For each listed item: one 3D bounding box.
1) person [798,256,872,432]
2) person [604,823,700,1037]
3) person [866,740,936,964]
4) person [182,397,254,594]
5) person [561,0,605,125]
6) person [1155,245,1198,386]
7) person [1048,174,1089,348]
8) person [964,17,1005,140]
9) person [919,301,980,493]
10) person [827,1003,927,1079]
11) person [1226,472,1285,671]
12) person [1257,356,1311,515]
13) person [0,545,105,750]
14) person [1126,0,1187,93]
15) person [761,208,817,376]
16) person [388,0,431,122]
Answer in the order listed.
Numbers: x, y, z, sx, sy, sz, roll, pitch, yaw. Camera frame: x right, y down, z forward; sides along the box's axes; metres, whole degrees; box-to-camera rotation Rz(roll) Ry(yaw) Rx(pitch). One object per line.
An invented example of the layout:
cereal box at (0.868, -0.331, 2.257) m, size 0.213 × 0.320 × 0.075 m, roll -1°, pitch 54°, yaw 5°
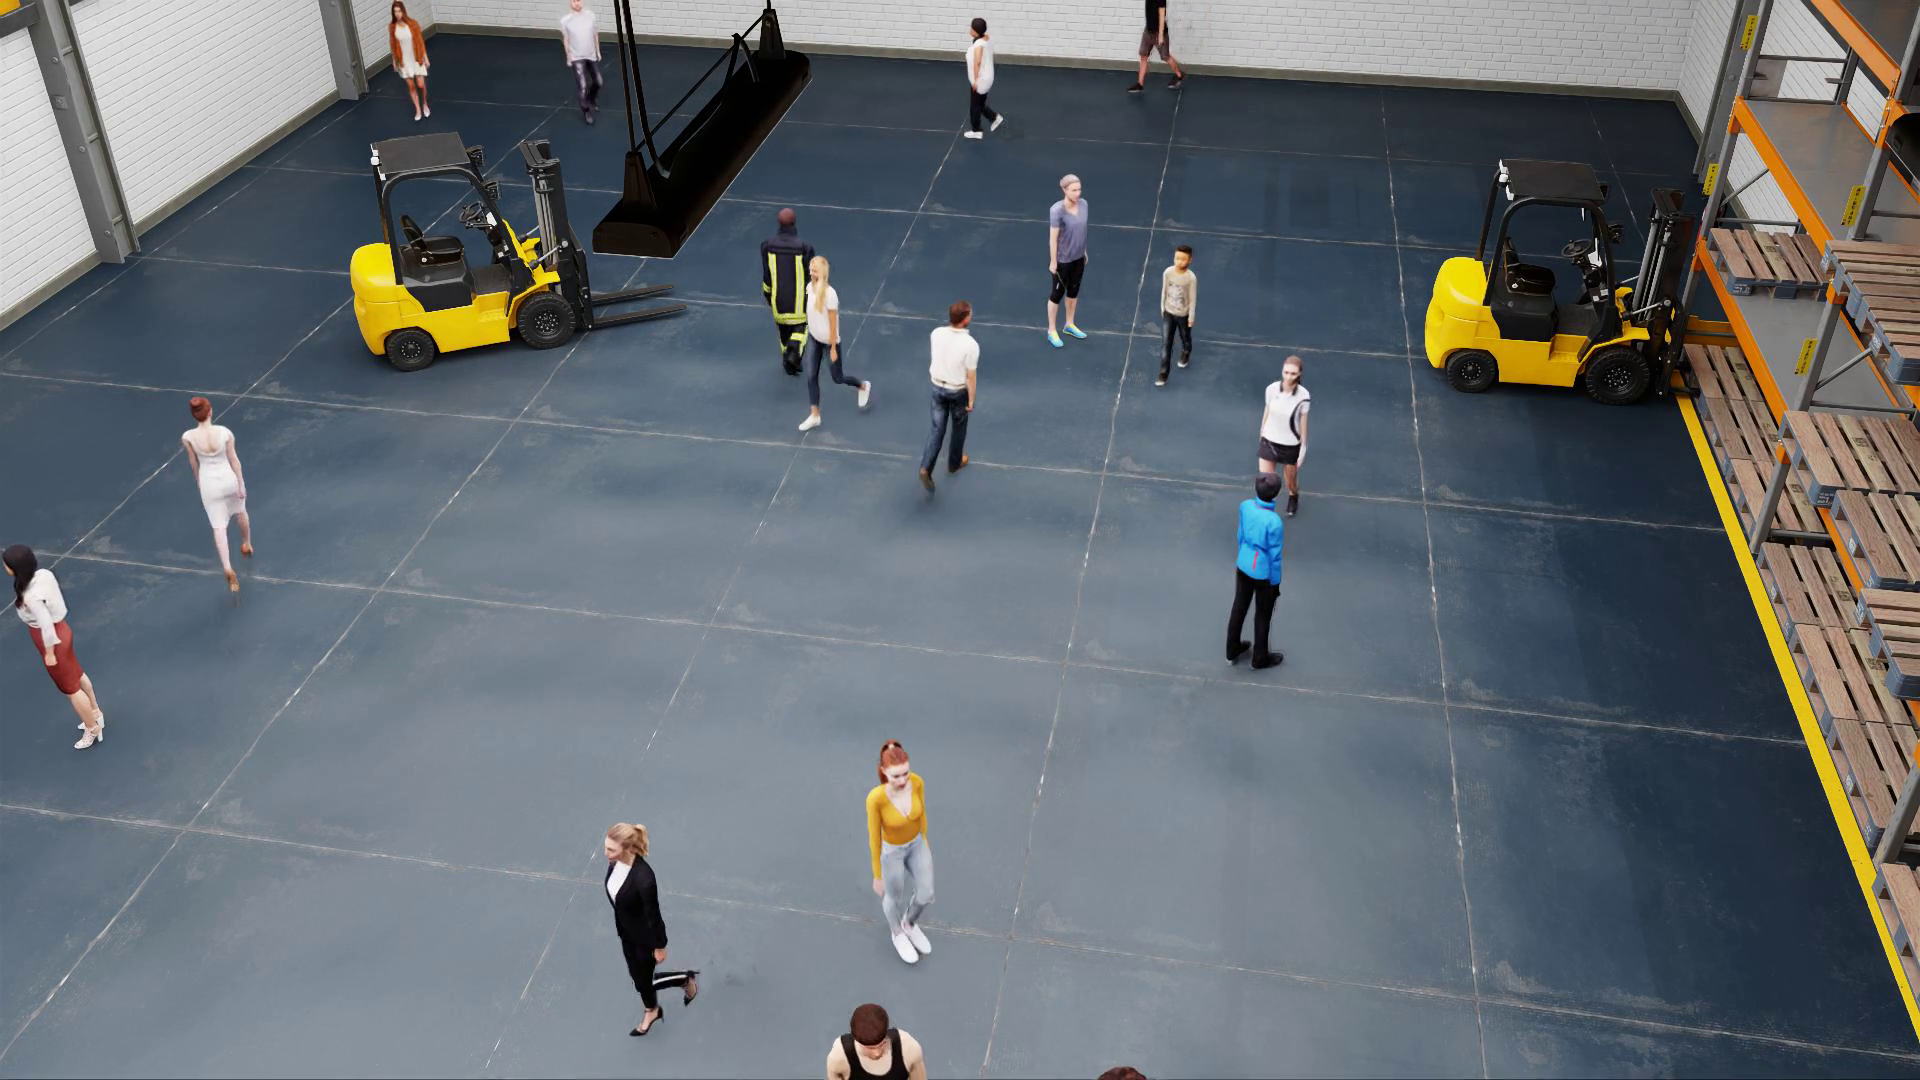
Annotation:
person at (-1.243, -1.955, 16.312) m, size 1.003 × 1.779 × 1.177 m, roll 28°, pitch 43°, yaw 35°
person at (-1.836, 2.320, 9.963) m, size 0.898 × 1.689 × 0.833 m, roll -25°, pitch 41°, yaw -33°
person at (-0.428, 1.930, 10.500) m, size 0.727 × 1.742 × 0.784 m, roll -21°, pitch 39°, yaw -28°
person at (-6.221, -0.374, 13.949) m, size 0.904 × 1.762 × 1.145 m, roll -10°, pitch 35°, yaw -15°
person at (-5.386, -6.901, 23.717) m, size 0.882 × 1.819 × 0.950 m, roll -16°, pitch 37°, yaw -22°
person at (2.299, -2.383, 17.262) m, size 0.738 × 1.441 × 1.053 m, roll 15°, pitch 36°, yaw 21°
person at (1.157, -3.014, 17.811) m, size 0.731 × 1.885 × 0.808 m, roll -24°, pitch 40°, yaw -31°
person at (0.333, -6.401, 23.099) m, size 0.743 × 1.672 × 0.713 m, roll 8°, pitch 34°, yaw 12°
person at (-0.144, -1.310, 15.305) m, size 0.918 × 1.821 × 1.205 m, roll 16°, pitch 37°, yaw 22°
person at (-0.448, 2.994, 8.784) m, size 0.859 × 1.871 × 0.996 m, roll -5°, pitch 34°, yaw -8°
person at (2.295, 0.248, 12.982) m, size 0.791 × 1.797 × 0.735 m, roll -23°, pitch 40°, yaw -30°
person at (2.867, -0.847, 14.690) m, size 0.754 × 1.730 × 1.070 m, roll 14°, pitch 36°, yaw 20°
person at (-6.653, 0.775, 12.232) m, size 0.737 × 1.750 × 0.605 m, roll -9°, pitch 35°, yaw -14°
person at (3.001, -7.572, 24.730) m, size 1.247 × 1.816 × 1.245 m, roll -17°, pitch 37°, yaw -23°
person at (-1.750, -2.517, 17.128) m, size 0.734 × 1.812 × 0.854 m, roll 5°, pitch 34°, yaw 7°
person at (-7.848, -6.882, 23.794) m, size 0.725 × 1.703 × 0.710 m, roll -4°, pitch 34°, yaw -6°
